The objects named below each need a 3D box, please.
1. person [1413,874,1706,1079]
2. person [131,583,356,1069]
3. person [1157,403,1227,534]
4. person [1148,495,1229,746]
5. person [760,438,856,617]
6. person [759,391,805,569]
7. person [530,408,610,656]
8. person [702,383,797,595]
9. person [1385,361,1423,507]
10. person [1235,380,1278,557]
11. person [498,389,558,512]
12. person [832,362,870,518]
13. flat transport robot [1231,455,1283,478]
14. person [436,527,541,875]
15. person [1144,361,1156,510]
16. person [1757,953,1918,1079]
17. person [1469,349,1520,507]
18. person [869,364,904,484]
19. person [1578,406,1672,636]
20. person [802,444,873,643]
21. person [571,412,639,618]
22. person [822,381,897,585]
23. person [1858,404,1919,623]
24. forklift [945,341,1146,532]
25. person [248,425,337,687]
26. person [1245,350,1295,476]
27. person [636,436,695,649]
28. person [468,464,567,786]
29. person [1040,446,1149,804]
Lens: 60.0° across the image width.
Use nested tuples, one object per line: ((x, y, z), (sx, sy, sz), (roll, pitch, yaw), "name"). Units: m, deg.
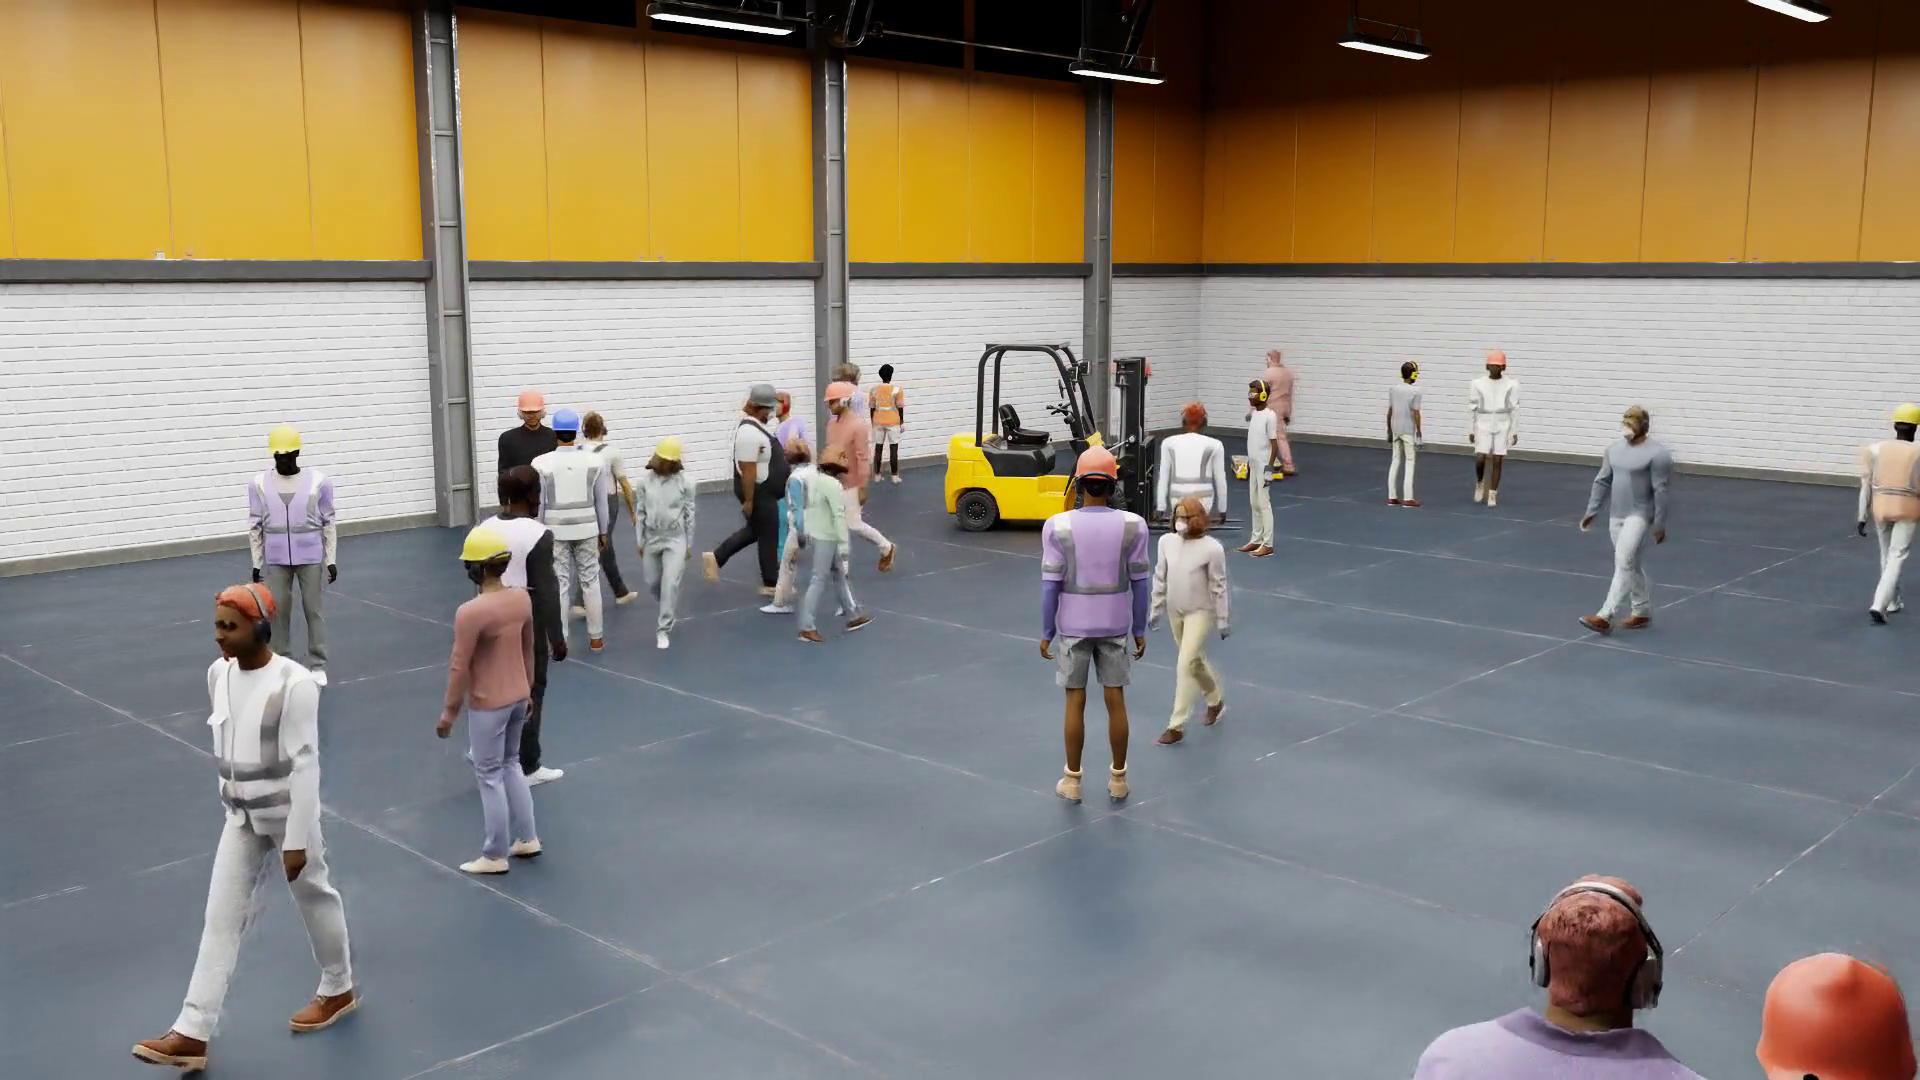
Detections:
((1.199, 1.573, 3.232), (0.673, 1.887, 0.580), (7, 11, 35), "person")
((-2.722, 1.092, 6.349), (0.606, 1.832, 0.951), (5, 10, 26), "person")
((2.110, -0.323, 15.047), (0.600, 1.831, 1.007), (4, 10, 23), "person")
((1.525, 0.484, 10.828), (0.824, 1.595, 0.518), (-9, 13, -44), "person")
((-1.315, -0.105, 14.450), (0.879, 1.581, 0.529), (4, 10, 23), "person")
((-1.690, -0.600, 16.765), (0.610, 1.822, 0.572), (-4, 10, -25), "person")
((-3.064, -0.059, 13.065), (0.609, 1.946, 0.405), (-4, 10, -22), "person")
((-1.972, -0.485, 15.396), (0.833, 2.000, 0.719), (-1, 9, -4), "person")
((5.686, -1.348, 21.267), (0.343, 1.858, 0.535), (-7, 11, -36), "person")
((3.162, -0.759, 17.602), (0.313, 1.869, 0.539), (-3, 10, -15), "person")
((-3.734, -0.334, 14.611), (0.623, 1.992, 0.396), (-4, 10, -23), "person")
((-1.378, -1.176, 20.016), (0.598, 1.922, 0.630), (-6, 11, -34), "person")
((4.360, -1.086, 24.493), (0.652, 0.197, 1.431), (1, 9, 5), "flat transport robot")
((-2.332, 0.810, 8.314), (0.325, 1.768, 0.540), (4, 10, 21), "person")
((2.102, -1.295, 20.783), (0.703, 1.909, 0.581), (-4, 10, -23), "person")
((1.450, 1.622, 2.845), (0.553, 1.917, 0.412), (4, 10, 26), "person")
((6.793, -1.417, 21.170), (0.613, 2.024, 0.440), (3, 10, 17), "person")
((-1.036, -1.637, 23.534), (0.532, 1.694, 0.320), (3, 10, 18), "person")
((5.480, -0.159, 13.827), (0.922, 1.897, 0.641), (-3, 10, -20), "person")
((-1.001, 0.016, 13.680), (0.723, 1.597, 0.573), (-3, 10, -17), "person")
((-3.183, -0.229, 14.625), (0.519, 1.789, 0.995), (5, 10, 26), "person")
((-1.035, -0.564, 16.125), (0.733, 1.959, 0.626), (-8, 12, -39), "person")
((8.094, -0.236, 14.364), (0.976, 1.886, 0.603), (-9, 13, -44), "person")
((0.977, -1.223, 19.452), (2.313, 2.155, 1.214), (2, 9, 11), "forklift")
((-4.813, 0.126, 12.010), (0.594, 1.922, 0.385), (-2, 9, -11), "person")
((4.558, -1.875, 24.527), (1.049, 1.832, 0.664), (8, 12, 41), "person")
((-2.364, -0.010, 13.505), (0.489, 1.711, 0.643), (1, 9, 4), "person")
((-2.578, 0.513, 9.715), (0.605, 1.905, 0.457), (8, 12, 39), "person")
((0.756, 0.483, 9.456), (0.616, 2.041, 0.379), (-1, 9, -5), "person")
